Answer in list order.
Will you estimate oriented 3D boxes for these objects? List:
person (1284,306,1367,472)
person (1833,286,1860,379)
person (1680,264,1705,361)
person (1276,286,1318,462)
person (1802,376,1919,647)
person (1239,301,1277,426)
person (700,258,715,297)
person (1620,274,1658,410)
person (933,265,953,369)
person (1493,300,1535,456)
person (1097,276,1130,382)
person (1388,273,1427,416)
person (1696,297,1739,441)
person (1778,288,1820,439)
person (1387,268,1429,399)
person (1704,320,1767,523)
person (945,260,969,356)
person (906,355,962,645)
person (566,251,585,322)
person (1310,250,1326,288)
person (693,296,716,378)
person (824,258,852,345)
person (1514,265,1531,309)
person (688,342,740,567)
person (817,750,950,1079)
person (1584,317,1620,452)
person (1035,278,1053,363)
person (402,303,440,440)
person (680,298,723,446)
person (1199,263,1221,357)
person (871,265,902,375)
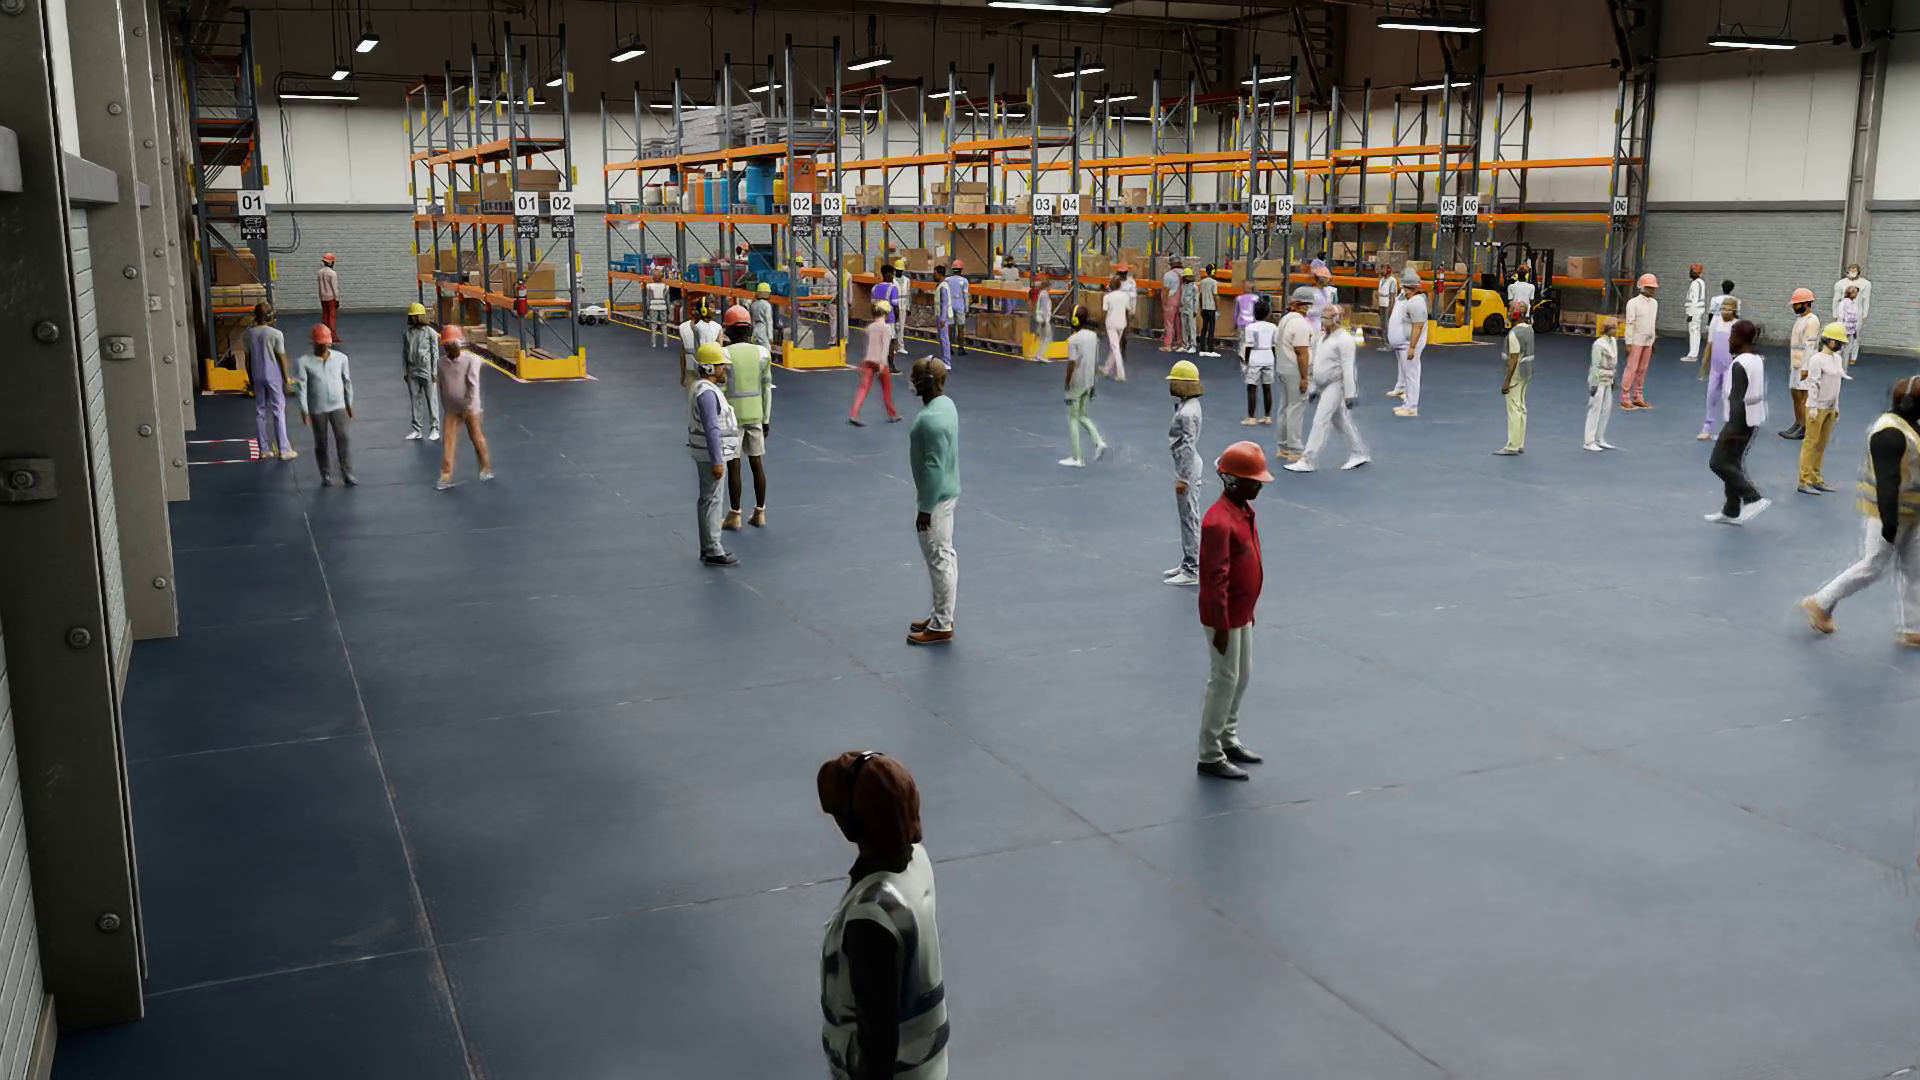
[{"bbox_3d":[4.146,-1.680,18.546,1.006,1.865,0.666,-2,11,-10],"label":"person"},{"bbox_3d":[15.345,-3.585,28.805,0.520,1.632,0.321,-6,13,-28],"label":"person"},{"bbox_3d":[14.291,-4.417,32.384,0.362,1.883,0.575,8,14,35],"label":"person"},{"bbox_3d":[3.963,-1.943,19.406,0.536,2.000,0.684,-2,11,-8],"label":"person"},{"bbox_3d":[6.184,-0.195,11.089,0.633,1.817,0.839,-10,15,-42],"label":"person"},{"bbox_3d":[4.048,-2.379,22.523,0.567,1.690,0.328,-6,12,-26],"label":"person"},{"bbox_3d":[-6.656,-6.485,43.350,0.497,1.701,0.876,-5,12,-26],"label":"person"},{"bbox_3d":[9.998,-2.902,24.394,0.623,1.992,0.396,-7,13,-30],"label":"person"},{"bbox_3d":[-0.313,-4.112,30.738,0.383,1.918,0.591,-1,11,-5],"label":"person"},{"bbox_3d":[6.624,-1.921,19.786,0.389,1.846,0.567,8,13,34],"label":"person"},{"bbox_3d":[2.636,-3.655,28.731,0.533,1.791,0.950,-6,13,-28],"label":"person"},{"bbox_3d":[6.362,-2.785,23.687,0.536,2.000,0.688,2,11,11],"label":"person"},{"bbox_3d":[9.613,-2.147,20.970,0.369,1.834,0.549,-7,13,-30],"label":"person"},{"bbox_3d":[10.735,-2.250,21.272,0.390,1.925,0.549,2,11,9],"label":"person"},{"bbox_3d":[6.940,-3.215,25.868,0.536,2.000,0.682,-3,11,-14],"label":"person"},{"bbox_3d":[7.203,-1.079,15.371,0.461,1.899,0.612,8,14,36],"label":"person"},{"bbox_3d":[-0.056,-4.705,33.738,0.546,1.928,0.384,5,12,23],"label":"person"},{"bbox_3d":[-0.180,-0.265,11.135,0.370,1.940,0.627,1,11,6],"label":"person"},{"bbox_3d":[-10.157,-6.706,44.005,0.346,1.885,0.578,6,13,29],"label":"person"},{"bbox_3d":[10.186,-7.268,46.968,0.632,1.846,0.429,-6,13,-29],"label":"person"},{"bbox_3d":[-3.080,-2.034,20.306,0.328,1.872,0.510,-1,11,-7],"label":"person"},{"bbox_3d":[-2.681,-5.225,36.428,0.651,1.905,0.409,-4,12,-18],"label":"person"},{"bbox_3d":[10.766,-4.327,31.926,0.355,1.883,0.575,1,11,5],"label":"person"},{"bbox_3d":[-2.016,-0.702,13.629,0.404,1.833,0.590,-3,12,-16],"label":"person"},{"bbox_3d":[-0.179,1.293,3.992,0.314,1.636,0.515,1,11,7],"label":"person"},{"bbox_3d":[7.786,-1.892,20.193,0.319,1.627,0.576,9,14,38],"label":"person"},{"bbox_3d":[1.637,-4.217,32.024,0.355,1.621,0.522,-2,11,-10],"label":"person"},{"bbox_3d":[-6.871,-2.142,21.177,0.487,1.744,0.296,2,11,11],"label":"person"},{"bbox_3d":[-3.182,-2.067,20.572,0.561,1.837,0.382,3,11,13],"label":"person"},{"bbox_3d":[5.030,-4.623,33.463,0.315,1.870,0.532,-7,13,-33],"label":"person"},{"bbox_3d":[-1.313,-3.923,29.663,0.611,1.962,0.364,8,14,36],"label":"person"}]
